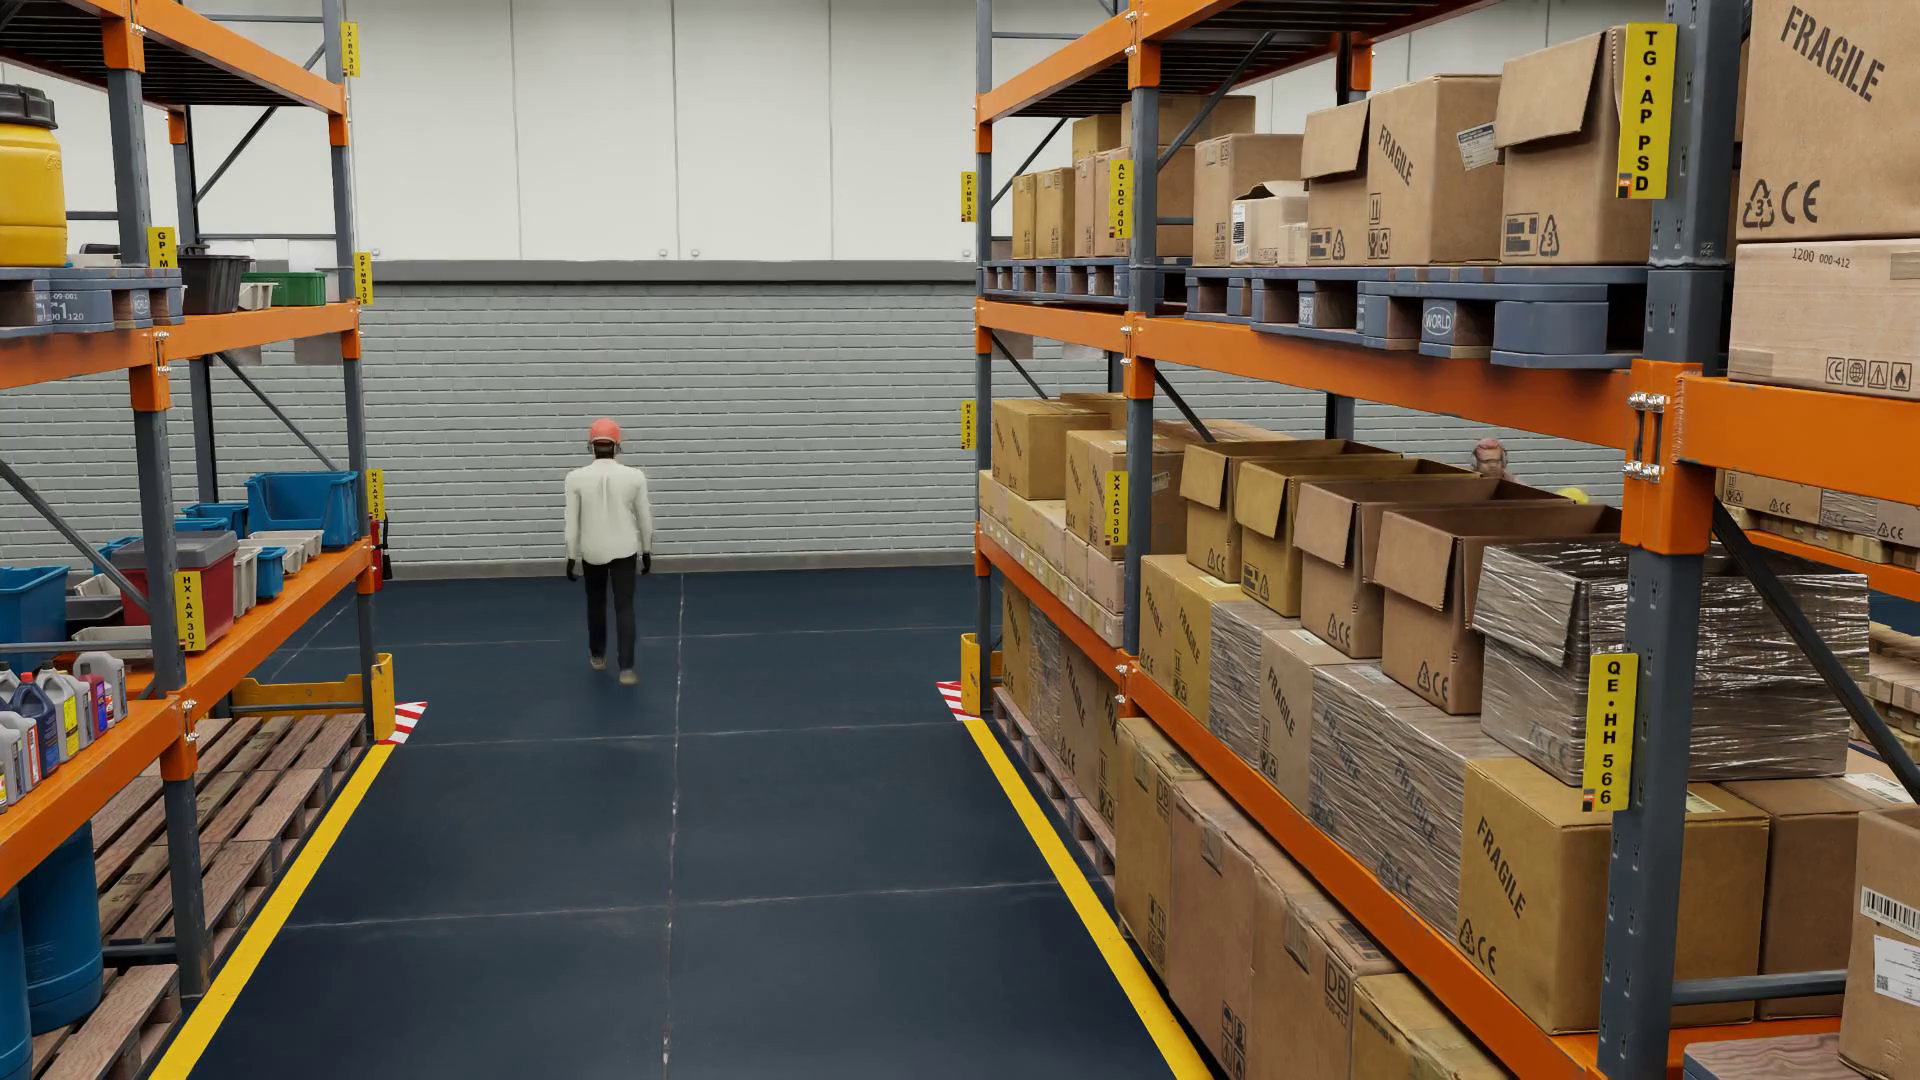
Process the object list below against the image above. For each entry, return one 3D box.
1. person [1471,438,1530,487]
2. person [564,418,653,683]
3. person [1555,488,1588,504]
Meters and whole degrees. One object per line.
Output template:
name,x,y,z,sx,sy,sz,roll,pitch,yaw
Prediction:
person,3.690,0.211,11.700,0.666,1.879,0.695,1,9,5
person,-2.608,0.067,12.380,0.643,1.951,0.933,-2,9,-12
person,3.850,0.529,10.302,0.558,1.717,0.398,-7,11,-35
